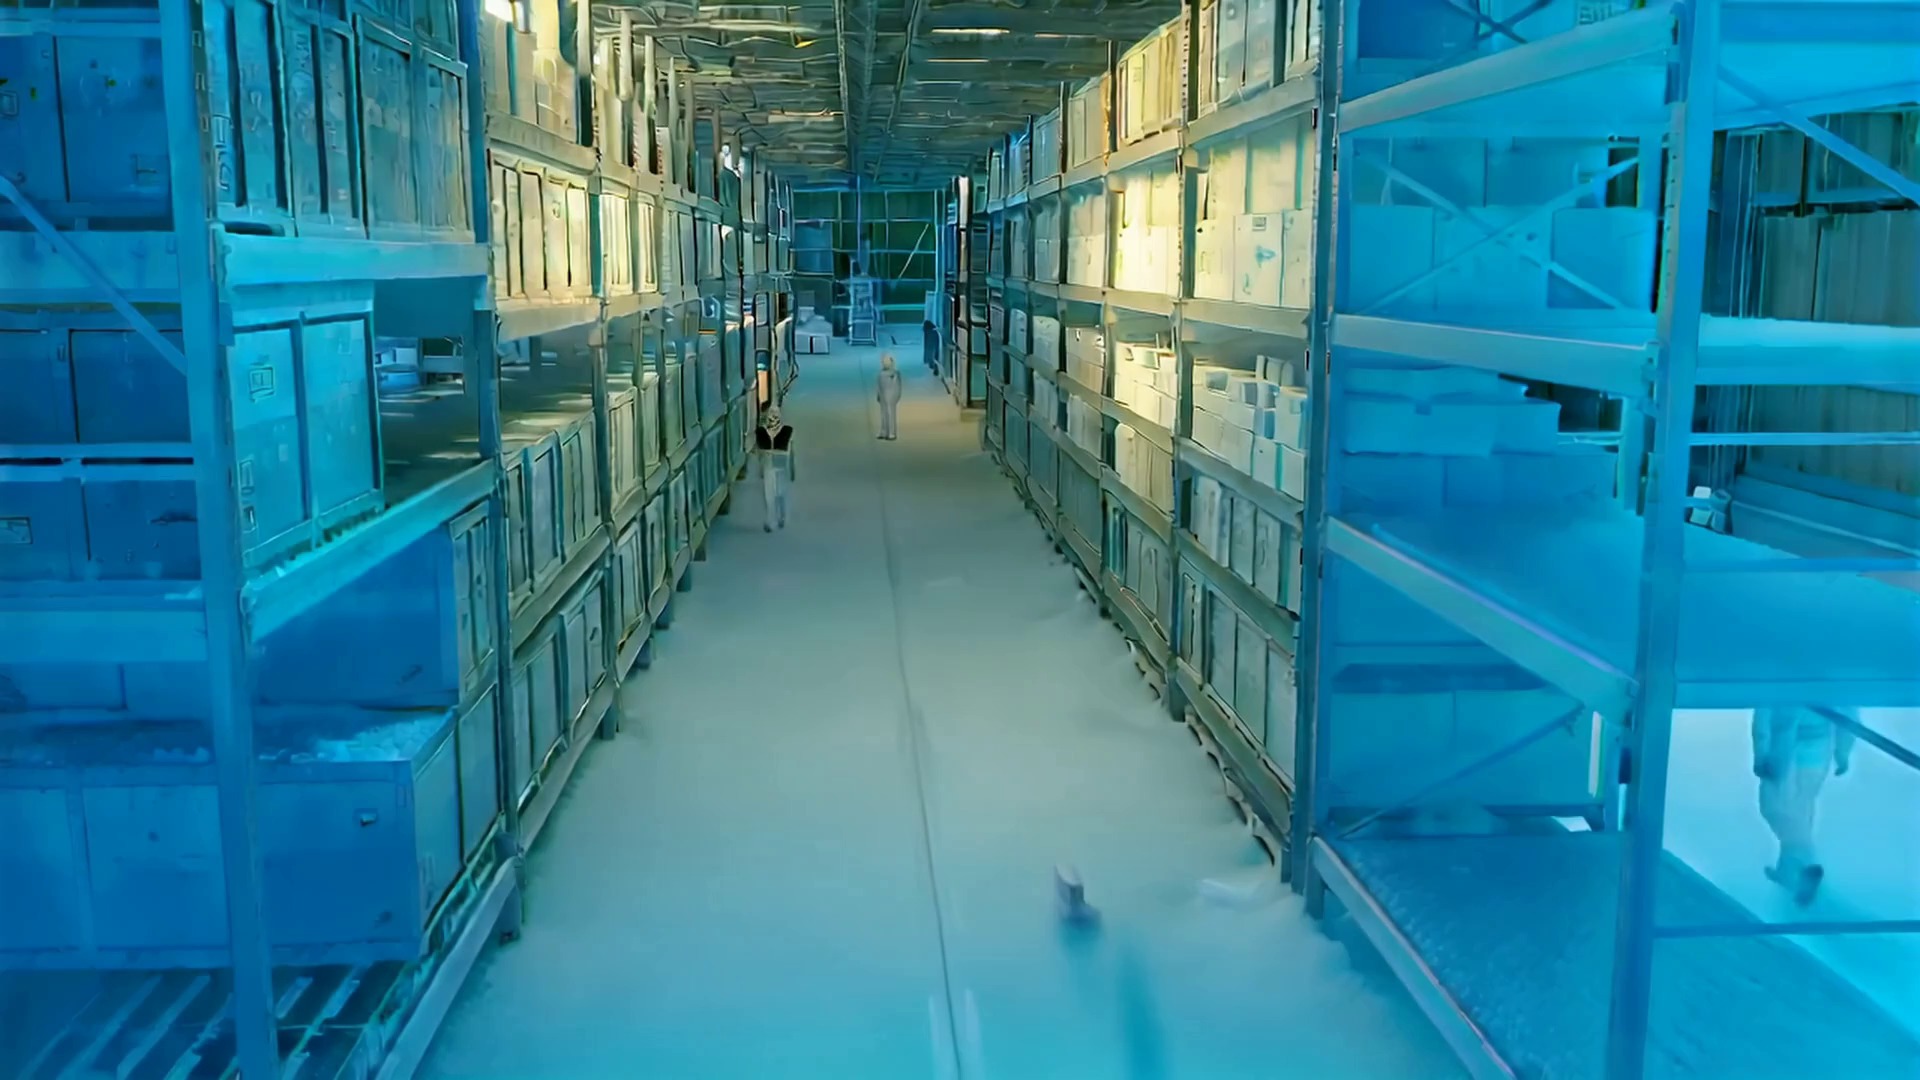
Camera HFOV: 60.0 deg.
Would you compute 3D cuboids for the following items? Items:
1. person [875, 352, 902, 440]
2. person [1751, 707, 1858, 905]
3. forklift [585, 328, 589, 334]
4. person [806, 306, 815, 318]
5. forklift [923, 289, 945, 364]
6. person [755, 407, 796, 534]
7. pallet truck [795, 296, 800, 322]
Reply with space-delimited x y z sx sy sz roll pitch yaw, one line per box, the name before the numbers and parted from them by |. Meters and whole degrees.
person | -1.561 -3.112 35.945 0.642 1.913 0.409 8 12 39
person | 5.071 1.250 9.973 0.650 1.887 0.709 -1 10 -3
forklift | -9.248 -4.802 43.154 1.129 2.768 1.873 -1 10 -4
person | -6.497 -9.282 72.774 0.542 1.928 0.399 8 13 41
forklift | -0.808 -8.118 62.957 1.129 2.768 1.873 -1 10 -3
person | -2.635 -1.018 23.789 0.584 1.797 0.965 0 10 -1
pallet truck | -8.622 -12.439 91.403 1.885 1.965 0.823 2 10 13
